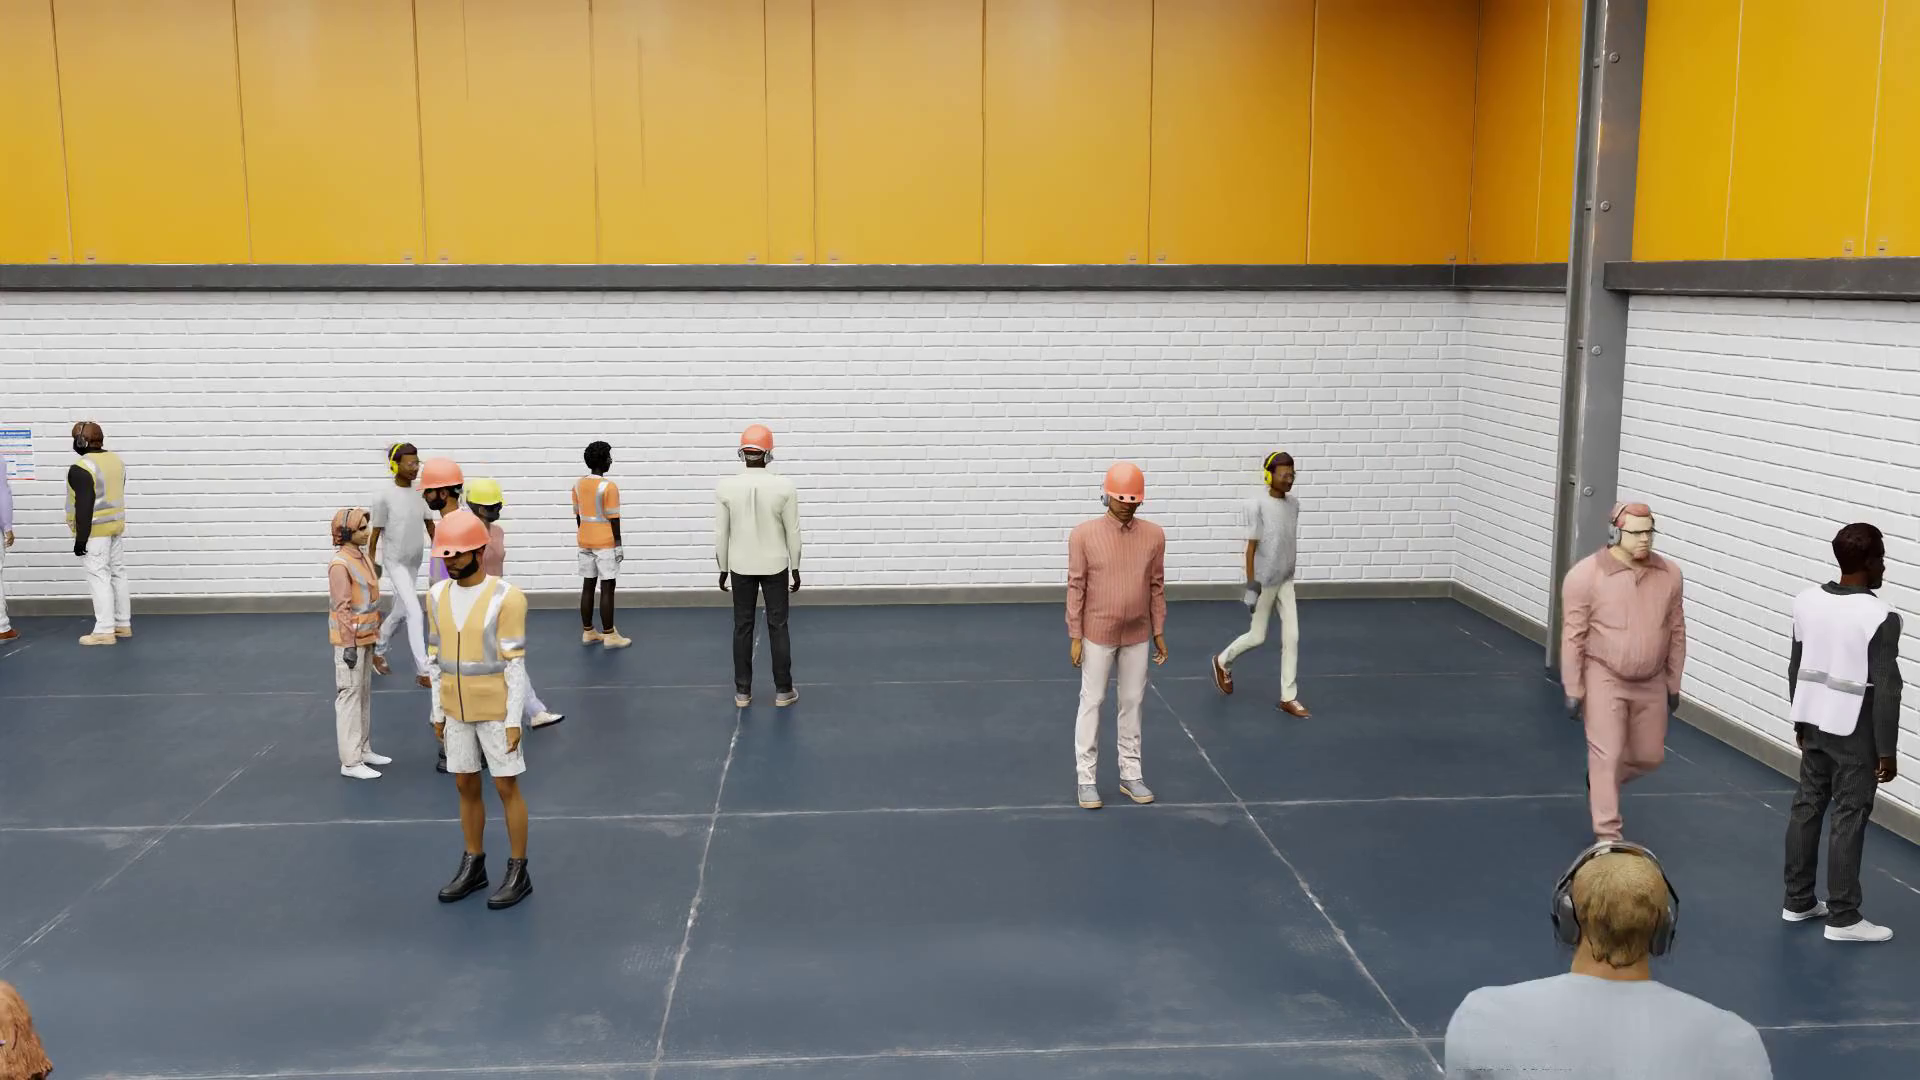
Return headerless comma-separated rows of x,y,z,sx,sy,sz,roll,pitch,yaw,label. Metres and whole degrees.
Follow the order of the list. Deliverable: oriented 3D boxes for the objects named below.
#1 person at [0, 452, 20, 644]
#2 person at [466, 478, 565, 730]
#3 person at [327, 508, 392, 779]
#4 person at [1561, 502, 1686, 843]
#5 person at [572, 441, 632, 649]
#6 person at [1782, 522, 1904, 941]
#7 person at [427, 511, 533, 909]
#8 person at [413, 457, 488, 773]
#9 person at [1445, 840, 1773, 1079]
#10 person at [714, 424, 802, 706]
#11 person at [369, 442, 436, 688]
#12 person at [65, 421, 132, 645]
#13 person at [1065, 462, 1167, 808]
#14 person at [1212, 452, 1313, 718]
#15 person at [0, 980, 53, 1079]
-8.089,-0.095,13.631,0.630,1.940,0.372,-2,9,-13,person
-3.118,0.442,10.989,0.929,1.711,0.523,4,10,21,person
-3.665,0.619,10.089,0.306,1.640,0.522,-1,9,-7,person
3.425,0.725,8.646,0.667,1.888,0.741,-1,9,-6,person
-2.930,0.039,13.552,0.537,1.696,0.317,7,12,38,person
4.038,0.871,7.626,0.392,1.922,0.591,-3,9,-16,person
-2.327,0.812,7.974,0.540,1.929,0.381,3,10,18,person
-3.111,0.457,10.180,0.377,1.932,0.552,-2,9,-12,person
1.296,1.554,3.429,0.637,1.906,0.956,2,9,10,person
-1.412,0.184,11.702,0.611,1.996,0.379,0,9,2,person
-4.170,0.166,12.368,0.959,1.829,0.528,5,10,27,person
-7.123,-0.061,13.720,0.428,1.842,0.631,0,9,2,person
0.905,0.538,9.515,0.611,1.985,0.393,-3,9,-17,person
2.130,0.280,11.625,0.512,1.840,0.845,-6,11,-33,person
-1.956,1.689,3.417,0.502,1.626,0.282,-6,11,-35,person
